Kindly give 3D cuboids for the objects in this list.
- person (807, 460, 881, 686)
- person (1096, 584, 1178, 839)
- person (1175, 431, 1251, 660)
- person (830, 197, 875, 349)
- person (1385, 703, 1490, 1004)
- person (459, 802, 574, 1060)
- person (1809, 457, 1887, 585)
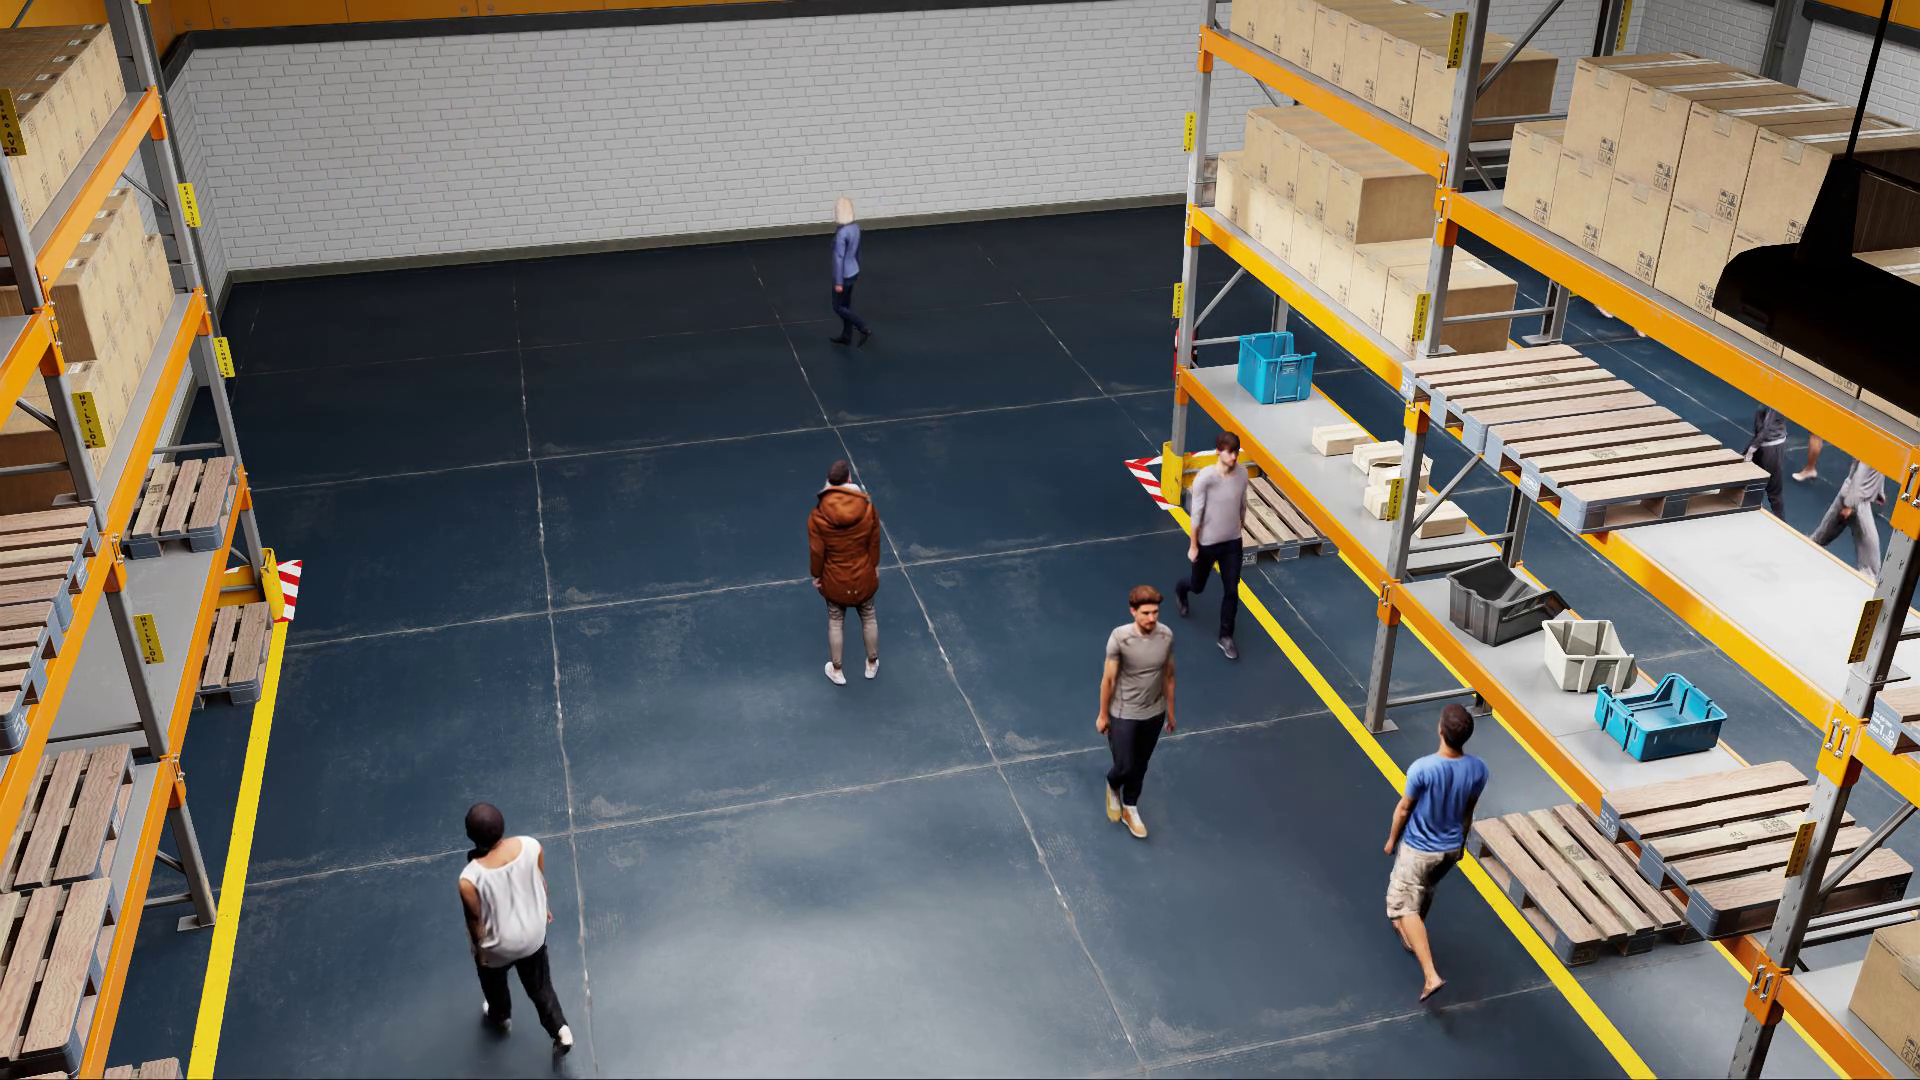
[{"bbox_3d":[-0.843,0.256,12.522,0.695,1.837,0.671,-6,29,-11],"label":"person"},{"bbox_3d":[1.126,1.081,10.959,0.684,1.885,0.683,-9,30,-16],"label":"person"},{"bbox_3d":[1.973,-0.024,13.056,0.679,1.816,1.095,-9,30,-15],"label":"person"},{"bbox_3d":[-1.206,-2.941,18.491,0.960,1.732,0.920,11,30,19],"label":"person"},{"bbox_3d":[2.757,1.822,9.646,0.667,1.841,1.081,-6,29,-10],"label":"person"},{"bbox_3d":[-2.480,2.177,9.183,0.947,1.662,1.140,-23,36,-36],"label":"person"},{"bbox_3d":[7.320,-0.353,13.754,1.147,1.725,1.068,17,33,28],"label":"person"}]
